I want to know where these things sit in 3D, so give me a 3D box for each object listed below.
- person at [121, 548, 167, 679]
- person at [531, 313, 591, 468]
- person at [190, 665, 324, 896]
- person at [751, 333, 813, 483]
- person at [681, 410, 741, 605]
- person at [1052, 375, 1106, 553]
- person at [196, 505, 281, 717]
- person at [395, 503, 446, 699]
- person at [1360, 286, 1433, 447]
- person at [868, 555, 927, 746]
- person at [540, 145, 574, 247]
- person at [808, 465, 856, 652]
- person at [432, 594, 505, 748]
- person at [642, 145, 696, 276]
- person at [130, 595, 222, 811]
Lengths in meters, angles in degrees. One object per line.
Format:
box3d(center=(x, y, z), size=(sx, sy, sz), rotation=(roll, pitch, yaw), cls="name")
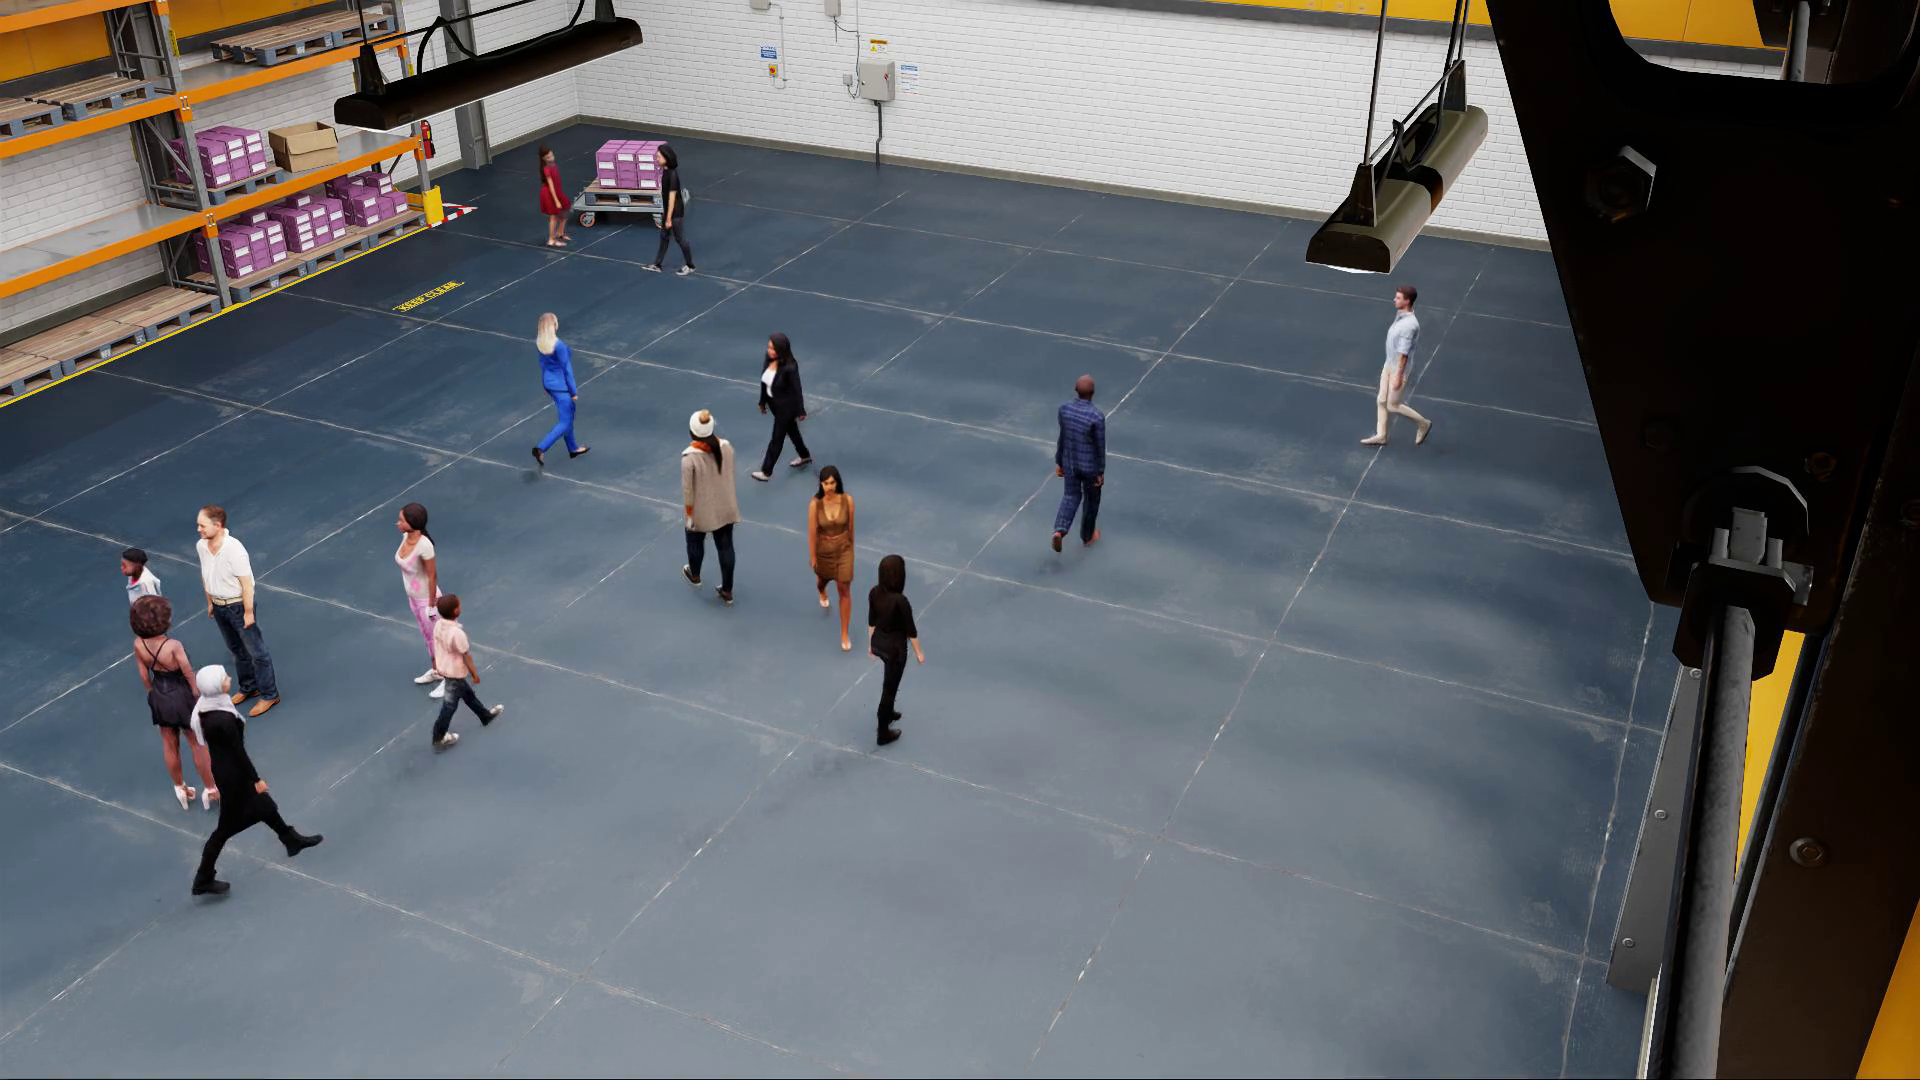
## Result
box3d(center=(-6.702, 0.608, 13.912), size=(0.615, 1.247, 0.570), rotation=(-19, 34, -31), cls="person")
box3d(center=(-4.244, -1.539, 17.392), size=(0.813, 1.682, 1.074), rotation=(23, 36, 35), cls="person")
box3d(center=(-5.082, 1.690, 11.423), size=(1.260, 1.730, 0.968), rotation=(-22, 35, -34), cls="person")
box3d(center=(-1.771, -1.401, 17.263), size=(1.187, 1.564, 0.920), rotation=(-25, 37, -38), cls="person")
box3d(center=(-2.200, -0.274, 14.887), size=(1.057, 1.861, 1.066), rotation=(-15, 32, -26), cls="person")
box3d(center=(1.108, -0.687, 15.708), size=(0.710, 1.800, 0.963), rotation=(16, 32, 26), cls="person")
box3d(center=(-5.837, 0.529, 13.420), size=(0.672, 1.856, 0.588), rotation=(15, 32, 26), cls="person")
box3d(center=(-4.382, 0.476, 13.639), size=(0.649, 1.740, 0.651), rotation=(-21, 35, -33), cls="person")
box3d(center=(4.757, -1.811, 17.742), size=(0.952, 1.824, 1.003), rotation=(0, 29, 0), cls="person")
box3d(center=(-0.600, 0.896, 12.989), size=(0.733, 1.624, 0.681), rotation=(-25, 37, -38), cls="person")
box3d(center=(-5.823, -4.914, 23.749), size=(0.770, 1.520, 0.665), rotation=(-2, 29, -5), cls="person")
box3d(center=(-1.127, 0.085, 14.446), size=(0.995, 1.653, 1.138), rotation=(-6, 29, -10), cls="person")
box3d(center=(-4.032, 1.061, 13.052), size=(0.951, 1.273, 0.718), rotation=(-25, 38, -38), cls="person")
box3d(center=(-3.842, -4.504, 22.688), size=(1.084, 1.816, 1.008), rotation=(-11, 30, -19), cls="person")
box3d(center=(-5.779, 1.210, 12.244), size=(0.632, 1.787, 0.645), rotation=(3, 29, 6), cls="person")
